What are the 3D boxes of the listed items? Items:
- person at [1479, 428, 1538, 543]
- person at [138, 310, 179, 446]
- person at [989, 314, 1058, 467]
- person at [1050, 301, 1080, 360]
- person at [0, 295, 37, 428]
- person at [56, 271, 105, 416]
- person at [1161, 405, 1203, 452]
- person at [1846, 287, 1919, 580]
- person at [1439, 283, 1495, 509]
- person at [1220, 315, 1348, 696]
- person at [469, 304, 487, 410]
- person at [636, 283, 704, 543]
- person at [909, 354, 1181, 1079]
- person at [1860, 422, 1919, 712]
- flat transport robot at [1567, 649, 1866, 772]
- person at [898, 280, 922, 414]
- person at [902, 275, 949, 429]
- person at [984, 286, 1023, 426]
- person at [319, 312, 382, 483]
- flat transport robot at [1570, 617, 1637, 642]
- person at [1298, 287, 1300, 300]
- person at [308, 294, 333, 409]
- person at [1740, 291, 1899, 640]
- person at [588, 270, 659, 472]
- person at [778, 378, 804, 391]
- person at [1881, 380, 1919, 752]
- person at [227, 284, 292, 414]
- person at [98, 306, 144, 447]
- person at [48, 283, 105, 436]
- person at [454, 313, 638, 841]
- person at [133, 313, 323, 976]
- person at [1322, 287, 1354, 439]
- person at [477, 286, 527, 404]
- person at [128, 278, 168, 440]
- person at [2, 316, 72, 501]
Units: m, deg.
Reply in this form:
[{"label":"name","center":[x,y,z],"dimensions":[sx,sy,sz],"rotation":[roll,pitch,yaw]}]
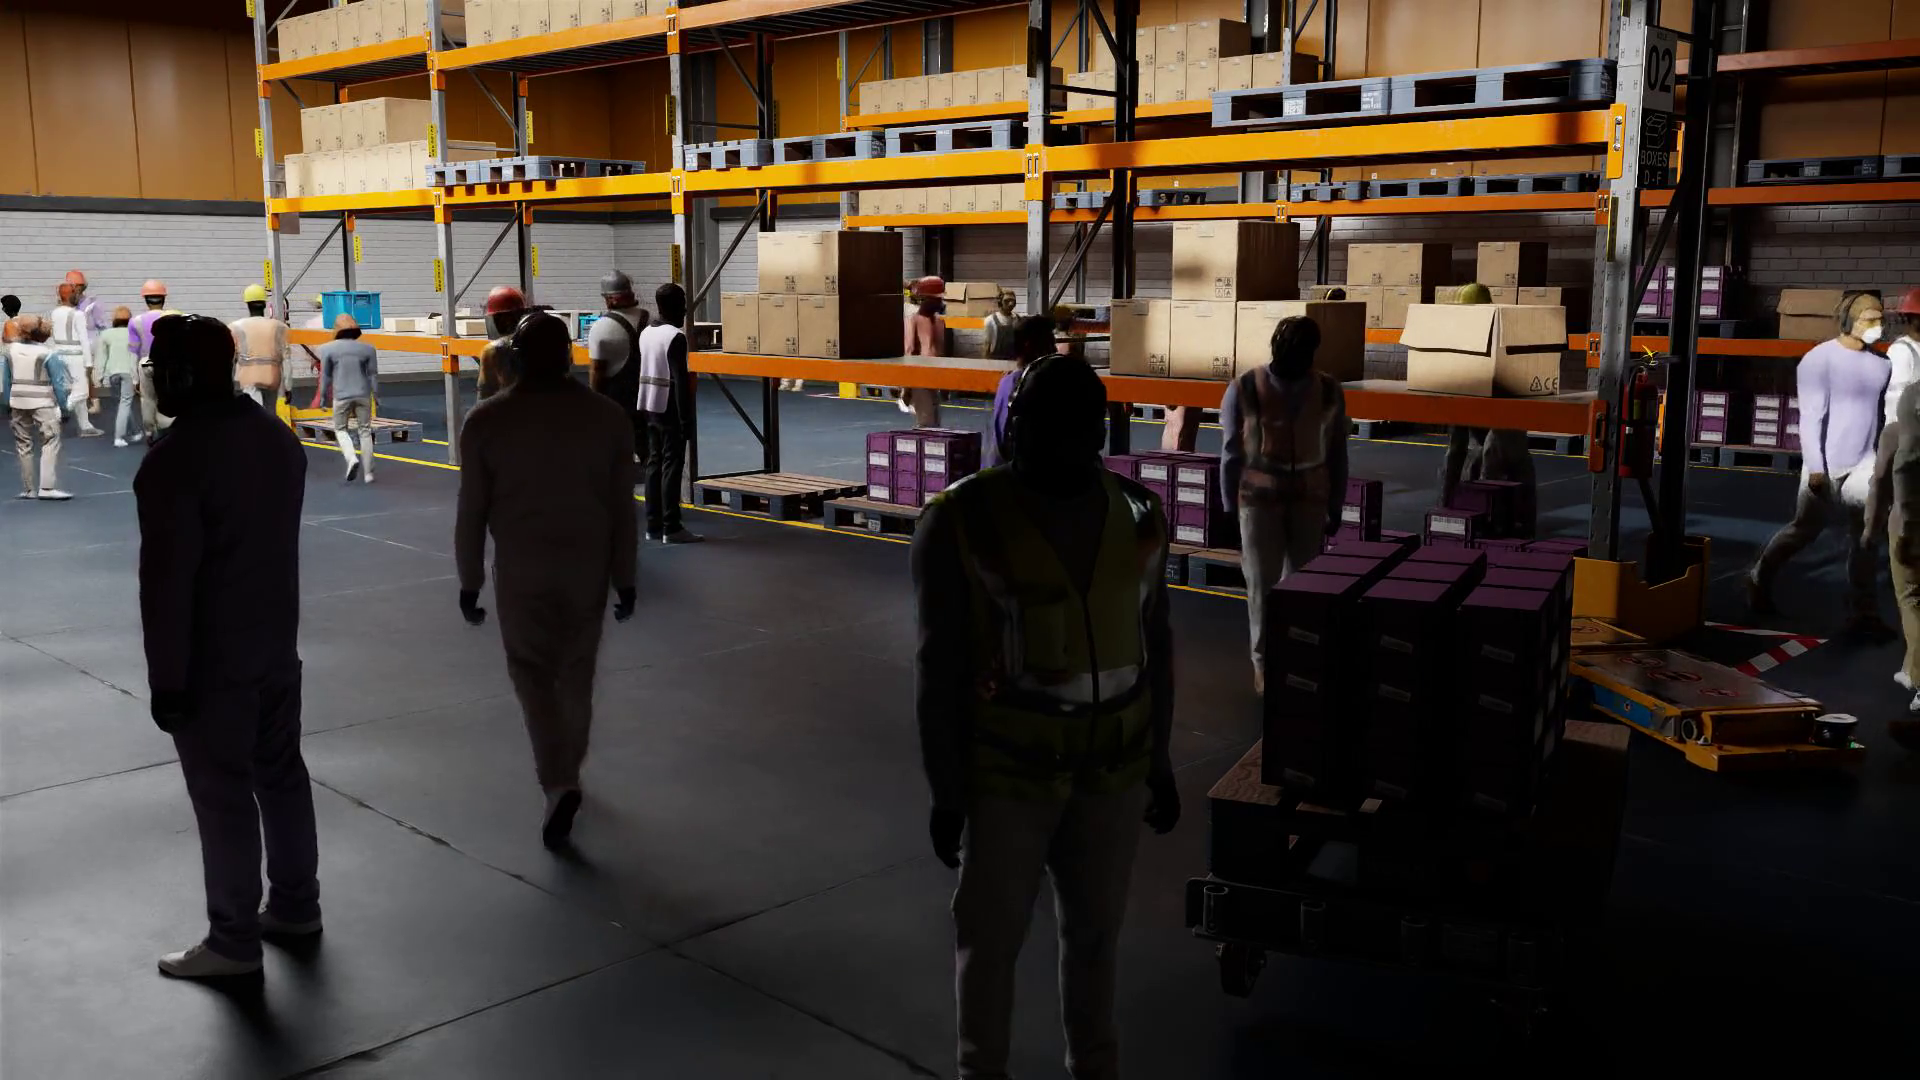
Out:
[{"label":"person","center":[3.518,-0.601,10.896],"dimensions":[0.486,1.716,0.764],"rotation":[-9,13,-43]},{"label":"person","center":[-5.887,-0.874,12.559],"dimensions":[0.524,1.719,0.895],"rotation":[-3,10,-16]},{"label":"person","center":[0.293,-0.231,8.370],"dimensions":[0.961,1.808,0.574],"rotation":[0,9,0]},{"label":"person","center":[0.936,-1.175,14.294],"dimensions":[0.512,1.748,0.538],"rotation":[5,10,27]},{"label":"person","center":[-11.977,-2.266,21.161],"dimensions":[0.321,1.696,0.530],"rotation":[-2,9,-9]},{"label":"person","center":[-12.131,-2.692,22.864],"dimensions":[0.617,1.984,1.050],"rotation":[0,9,2]},{"label":"person","center":[2.065,-1.377,15.070],"dimensions":[0.402,1.904,0.652],"rotation":[8,12,40]},{"label":"person","center":[6.085,-0.680,10.747],"dimensions":[0.551,1.922,0.515],"rotation":[-7,12,-37]},{"label":"person","center":[4.120,-1.104,13.380],"dimensions":[0.514,1.905,0.607],"rotation":[7,12,38]},{"label":"person","center":[1.571,-0.196,8.140],"dimensions":[0.633,1.812,0.811],"rotation":[0,9,-1]},{"label":"person","center":[-5.998,-2.288,21.349],"dimensions":[0.503,1.680,0.535],"rotation":[-1,9,-7]},{"label":"person","center":[-2.180,-0.934,12.319],"dimensions":[0.373,1.915,0.594],"rotation":[-7,12,-37]},{"label":"person","center":[0.208,0.511,3.699],"dimensions":[0.640,1.840,0.429],"rotation":[-4,10,-21]},{"label":"person","center":[4.492,-0.019,7.702],"dimensions":[0.505,1.601,0.831],"rotation":[2,9,11]},{"label":"flat transport robot","center":[3.186,0.708,7.285],"dimensions":[0.652,0.197,1.431],"rotation":[-2,9,-9]},{"label":"person","center":[-0.627,-2.671,23.138],"dimensions":[0.502,1.861,0.403],"rotation":[-8,12,-40]},{"label":"person","center":[-0.382,-1.467,15.452],"dimensions":[0.666,1.968,0.647],"rotation":[5,11,28]},{"label":"person","center":[0.479,-1.931,18.705],"dimensions":[0.513,1.832,0.660],"rotation":[-4,10,-24]},{"label":"person","center":[-5.719,-1.324,15.624],"dimensions":[0.579,1.617,0.422],"rotation":[-5,10,-27]},{"label":"flat transport robot","center":[2.738,0.551,8.245],"dimensions":[1.431,0.197,0.652],"rotation":[-2,9,-10]},{"label":"person","center":[3.265,-1.629,16.736],"dimensions":[0.605,1.861,0.441],"rotation":[-5,10,-28]},{"label":"person","center":[-8.073,-2.278,21.152],"dimensions":[0.529,1.729,0.900],"rotation":[5,10,26]},{"label":"person","center":[4.880,-0.437,9.342],"dimensions":[0.633,1.911,0.955],"rotation":[-3,10,-17]},{"label":"person","center":[-2.707,-1.186,13.486],"dimensions":[0.704,2.000,0.663],"rotation":[-9,13,-43]},{"label":"person","center":[-2.732,-3.329,27.350],"dimensions":[0.665,1.808,0.589],"rotation":[5,11,29]},{"label":"person","center":[4.284,-0.049,7.029],"dimensions":[0.911,1.879,0.642],"rotation":[-5,10,-28]},{"label":"person","center":[-6.863,-1.562,16.319],"dimensions":[0.596,1.884,1.000],"rotation":[-7,11,-36]},{"label":"person","center":[-9.570,-1.874,19.064],"dimensions":[0.514,1.580,0.829],"rotation":[0,9,-2]},{"label":"person","center":[-10.642,-2.132,19.847],"dimensions":[0.579,1.863,0.736],"rotation":[5,10,26]},{"label":"person","center":[-1.486,0.111,6.069],"dimensions":[0.651,1.875,0.923],"rotation":[-5,10,-26]},{"label":"person","center":[-2.130,0.306,4.786],"dimensions":[0.400,1.901,0.646],"rotation":[2,9,10]},{"label":"person","center":[3.440,-1.414,15.486],"dimensions":[0.529,1.852,0.524],"rotation":[-7,12,-39]},{"label":"person","center":[-2.968,-0.714,10.993],"dimensions":[0.848,1.902,0.563],"rotation":[7,12,38]},{"label":"person","center":[-7.992,-1.644,16.644],"dimensions":[0.562,1.920,0.493],"rotation":[-4,10,-21]},{"label":"person","center":[-8.055,-1.137,14.478],"dimensions":[0.628,1.616,0.405],"rotation":[1,9,5]}]
